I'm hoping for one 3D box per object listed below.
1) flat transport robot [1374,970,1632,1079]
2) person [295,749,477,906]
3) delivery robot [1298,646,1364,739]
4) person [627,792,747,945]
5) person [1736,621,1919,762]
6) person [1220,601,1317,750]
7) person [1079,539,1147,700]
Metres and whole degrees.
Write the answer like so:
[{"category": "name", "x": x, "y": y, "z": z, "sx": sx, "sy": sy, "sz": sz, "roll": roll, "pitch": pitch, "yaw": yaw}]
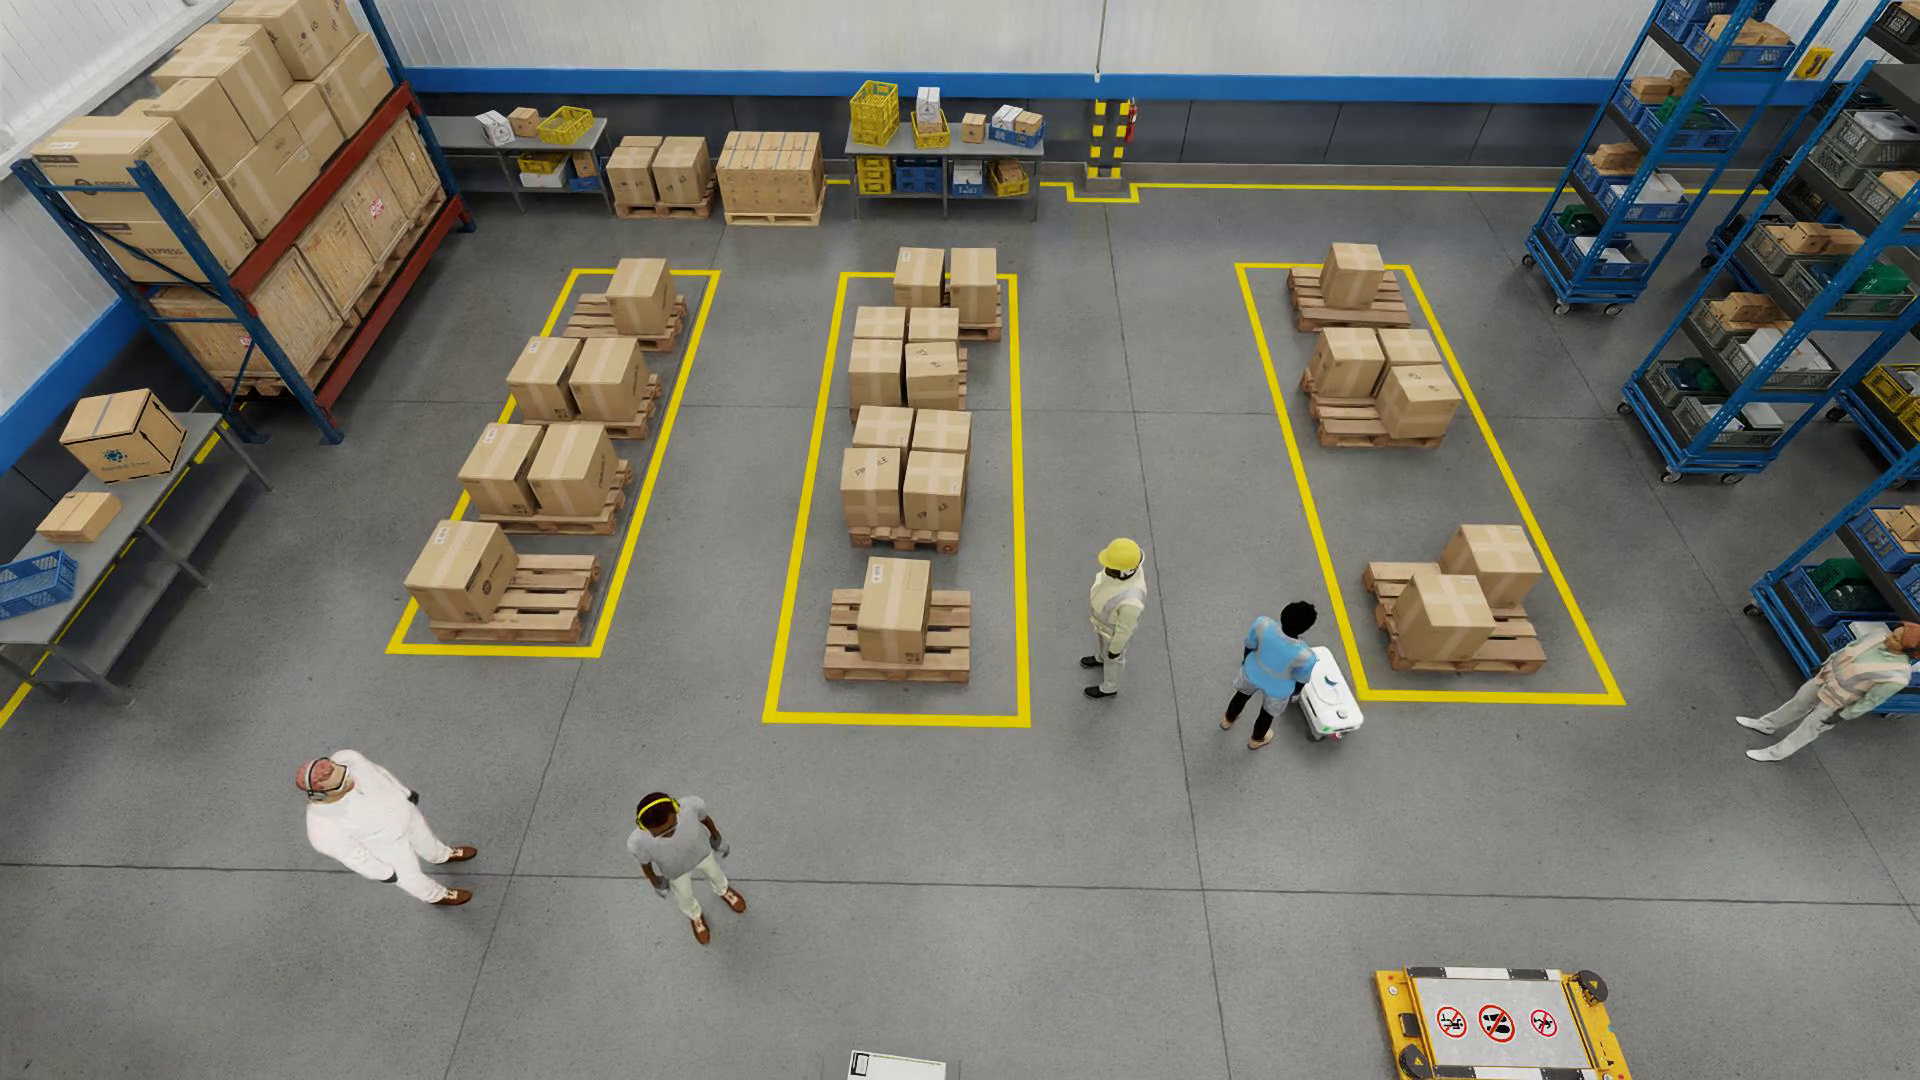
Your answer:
[{"category": "flat transport robot", "x": 3.501, "y": 3.133, "z": 5.914, "sx": 1.431, "sy": 0.197, "sz": 0.652, "roll": 1, "pitch": 51, "yaw": 1}, {"category": "person", "x": -3.668, "y": 1.873, "z": 5.902, "sx": 0.402, "sy": 1.901, "sz": 0.647, "roll": -7, "pitch": 51, "yaw": -5}, {"category": "delivery robot", "x": 2.880, "y": 1.204, "z": 7.246, "sx": 0.477, "sy": 0.478, "sz": 0.707, "roll": -8, "pitch": 51, "yaw": -6}, {"category": "person", "x": -1.707, "y": 2.033, "z": 5.787, "sx": 0.513, "sy": 1.871, "sz": 0.329, "roll": -33, "pitch": 58, "yaw": -24}, {"category": "person", "x": 6.381, "y": 1.108, "z": 6.686, "sx": 0.306, "sy": 1.640, "sz": 0.522, "roll": 13, "pitch": 52, "yaw": 10}, {"category": "person", "x": 2.280, "y": 0.999, "z": 6.742, "sx": 0.321, "sy": 1.692, "sz": 0.530, "roll": -35, "pitch": 59, "yaw": -25}, {"category": "person", "x": 1.164, "y": 0.599, "z": 6.987, "sx": 0.403, "sy": 1.824, "sz": 0.595, "roll": -1, "pitch": 51, "yaw": -1}]
